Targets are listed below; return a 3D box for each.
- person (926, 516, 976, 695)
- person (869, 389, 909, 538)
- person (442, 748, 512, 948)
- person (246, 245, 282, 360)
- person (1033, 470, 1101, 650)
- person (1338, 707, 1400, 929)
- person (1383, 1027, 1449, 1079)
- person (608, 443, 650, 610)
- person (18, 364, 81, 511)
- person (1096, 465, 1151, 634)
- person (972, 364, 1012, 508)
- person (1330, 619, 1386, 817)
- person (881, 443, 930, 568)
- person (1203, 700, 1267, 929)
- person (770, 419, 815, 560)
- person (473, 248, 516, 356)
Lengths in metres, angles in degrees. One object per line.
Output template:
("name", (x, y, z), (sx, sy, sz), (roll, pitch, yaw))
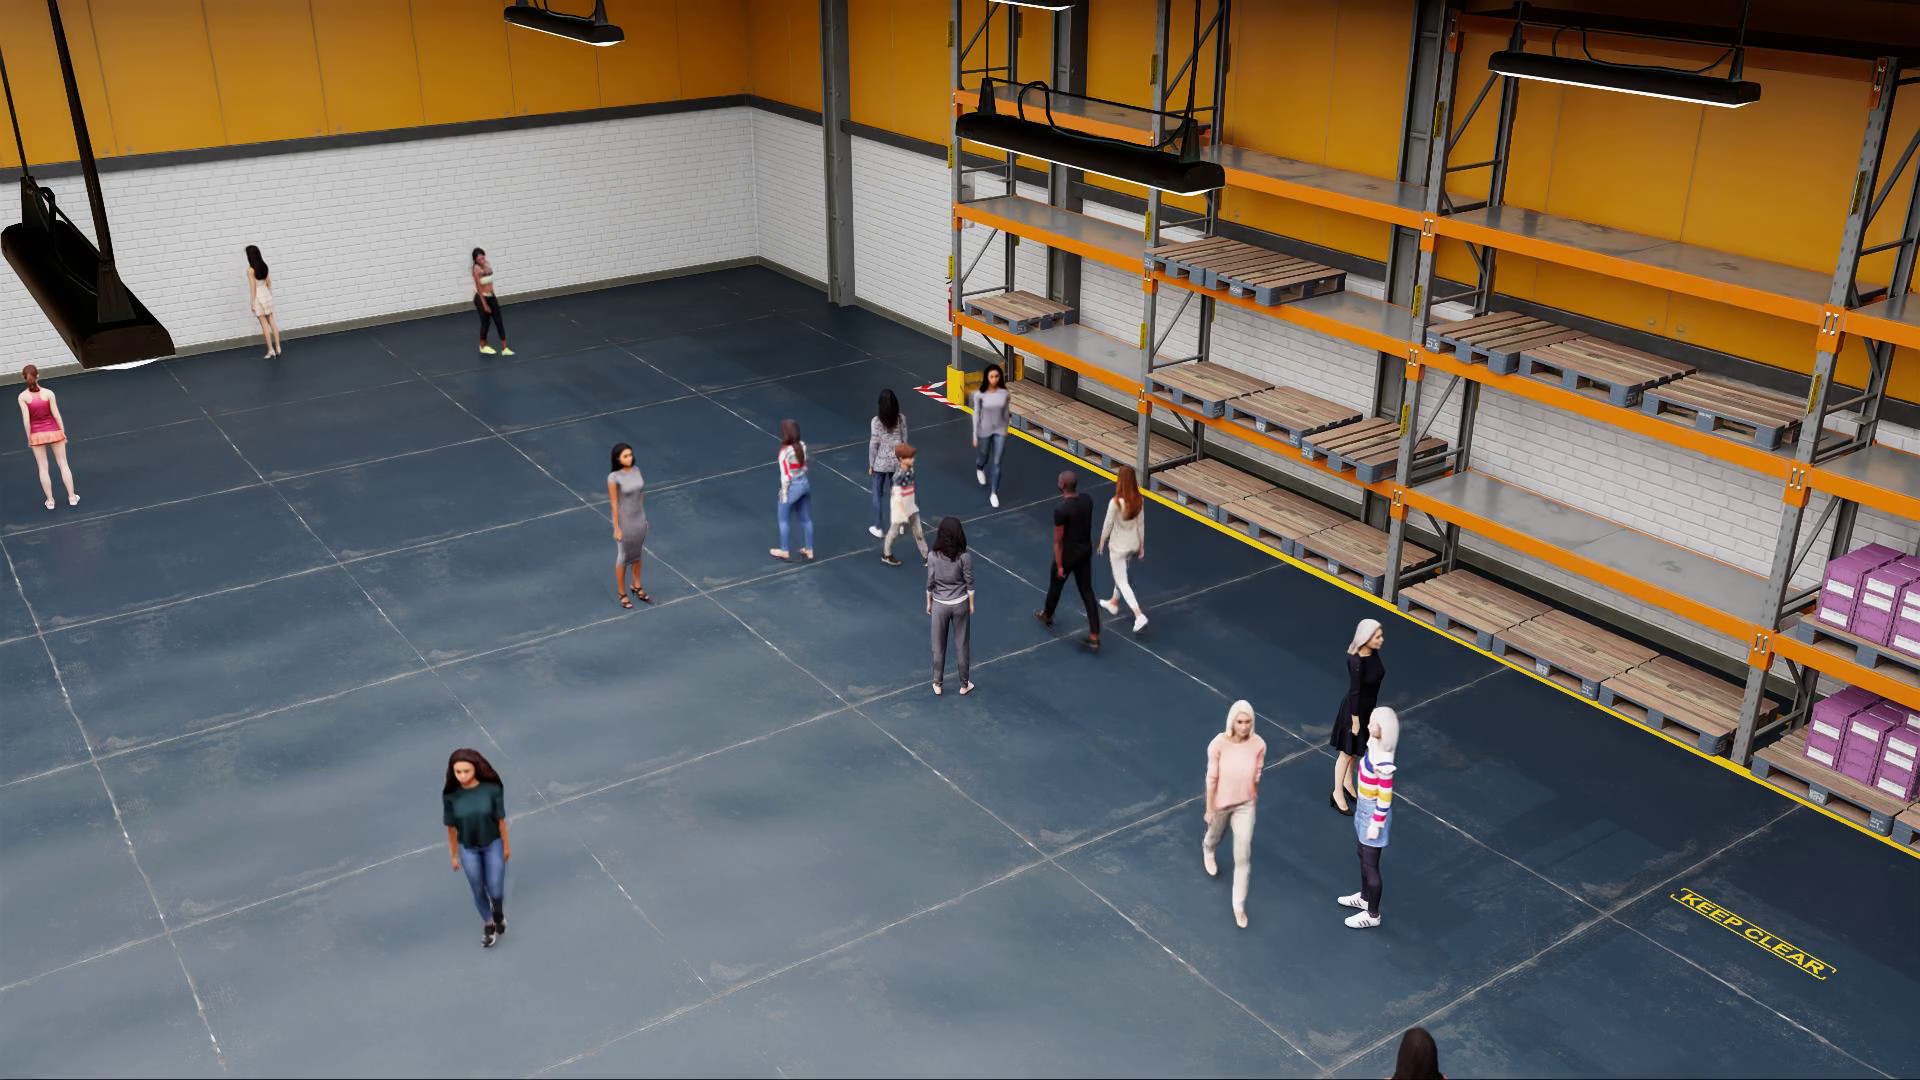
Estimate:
("person", (-0.094, 0.613, 15.426), (0.675, 1.764, 0.711), (2, 24, 4))
("person", (-0.808, -0.875, 18.875), (0.660, 1.727, 0.590), (-10, 26, -22))
("person", (-3.463, 2.181, 12.037), (0.704, 1.605, 0.743), (-4, 24, -8))
("person", (-10.510, -3.588, 25.071), (0.695, 1.735, 0.670), (9, 25, 20))
("person", (1.177, 0.227, 16.309), (0.665, 1.763, 1.196), (-16, 28, -32))
("person", (3.029, 2.012, 12.169), (0.774, 1.808, 0.672), (1, 24, 2))
("person", (2.460, 3.395, 9.207), (0.725, 1.647, 0.684), (-5, 24, -11))
("person", (-3.421, -0.164, 17.182), (0.636, 1.781, 0.655), (17, 29, 33))
("person", (-10.813, -1.233, 19.663), (0.582, 1.753, 0.572), (-12, 27, -26))
("person", (1.695, 0.112, 16.673), (0.580, 1.683, 1.081), (-16, 28, -32))
("person", (0.366, -1.289, 19.839), (0.875, 1.713, 1.075), (-4, 24, -9))
("person", (3.254, 1.429, 13.586), (0.689, 1.742, 0.697), (15, 28, 30))
("person", (-0.670, -0.360, 18.105), (1.000, 1.400, 0.732), (16, 28, 31))
("person", (2.010, 1.940, 12.492), (1.028, 1.680, 1.233), (-1, 24, -2))
("person", (-1.775, -0.544, 18.272), (0.801, 1.604, 0.733), (17, 29, 34))
("person", (-7.193, -3.599, 25.138), (1.028, 1.703, 0.865), (8, 25, 18))
